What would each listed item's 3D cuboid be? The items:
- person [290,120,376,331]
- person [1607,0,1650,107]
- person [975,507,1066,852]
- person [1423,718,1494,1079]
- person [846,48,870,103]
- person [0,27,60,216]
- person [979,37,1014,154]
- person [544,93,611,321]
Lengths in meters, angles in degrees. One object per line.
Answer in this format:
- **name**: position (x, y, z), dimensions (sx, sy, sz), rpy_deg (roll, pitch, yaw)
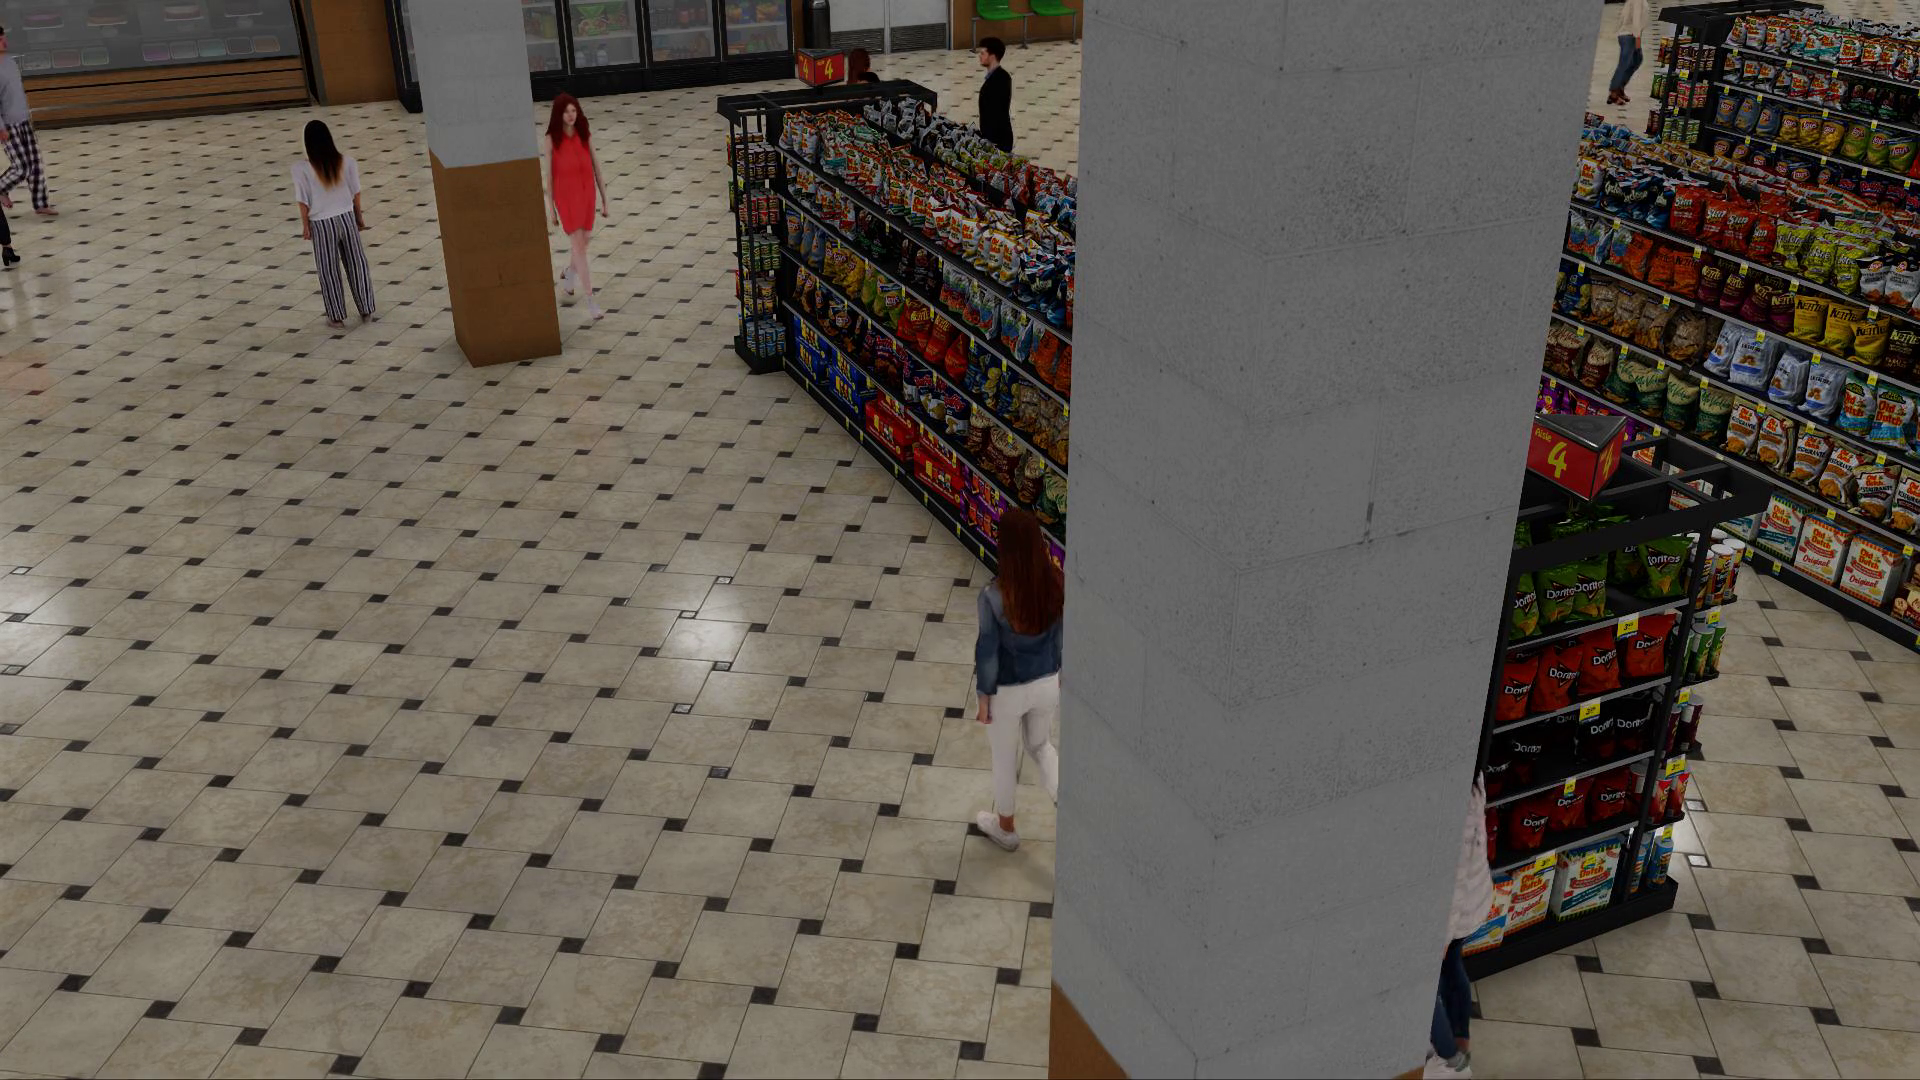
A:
- **person**: position (-5.048, -2.543, 13.396), dimensions (0.722, 1.680, 0.674), rpy_deg (-18, 32, -31)
- **person**: position (8.284, -6.284, 20.784), dimensions (0.803, 1.670, 0.739), rpy_deg (9, 28, 16)
- **person**: position (0.314, 0.671, 7.048), dimensions (0.650, 1.690, 0.890), rpy_deg (-14, 30, -26)
- **person**: position (1.760, 1.274, 5.936), dimensions (0.795, 1.620, 0.727), rpy_deg (7, 28, 14)
- **person**: position (-1.036, -3.754, 15.785), dimensions (0.821, 1.680, 0.750), rpy_deg (4, 27, 9)
- **person**: position (-9.317, -4.071, 16.236), dimensions (0.947, 1.836, 0.909), rpy_deg (6, 28, 12)
- **person**: position (0.395, -3.726, 15.511), dimensions (1.025, 1.877, 1.000), rpy_deg (3, 27, 6)
- **person**: position (-3.190, -2.755, 13.693), dimensions (0.747, 1.789, 1.171), rpy_deg (-18, 32, -31)
